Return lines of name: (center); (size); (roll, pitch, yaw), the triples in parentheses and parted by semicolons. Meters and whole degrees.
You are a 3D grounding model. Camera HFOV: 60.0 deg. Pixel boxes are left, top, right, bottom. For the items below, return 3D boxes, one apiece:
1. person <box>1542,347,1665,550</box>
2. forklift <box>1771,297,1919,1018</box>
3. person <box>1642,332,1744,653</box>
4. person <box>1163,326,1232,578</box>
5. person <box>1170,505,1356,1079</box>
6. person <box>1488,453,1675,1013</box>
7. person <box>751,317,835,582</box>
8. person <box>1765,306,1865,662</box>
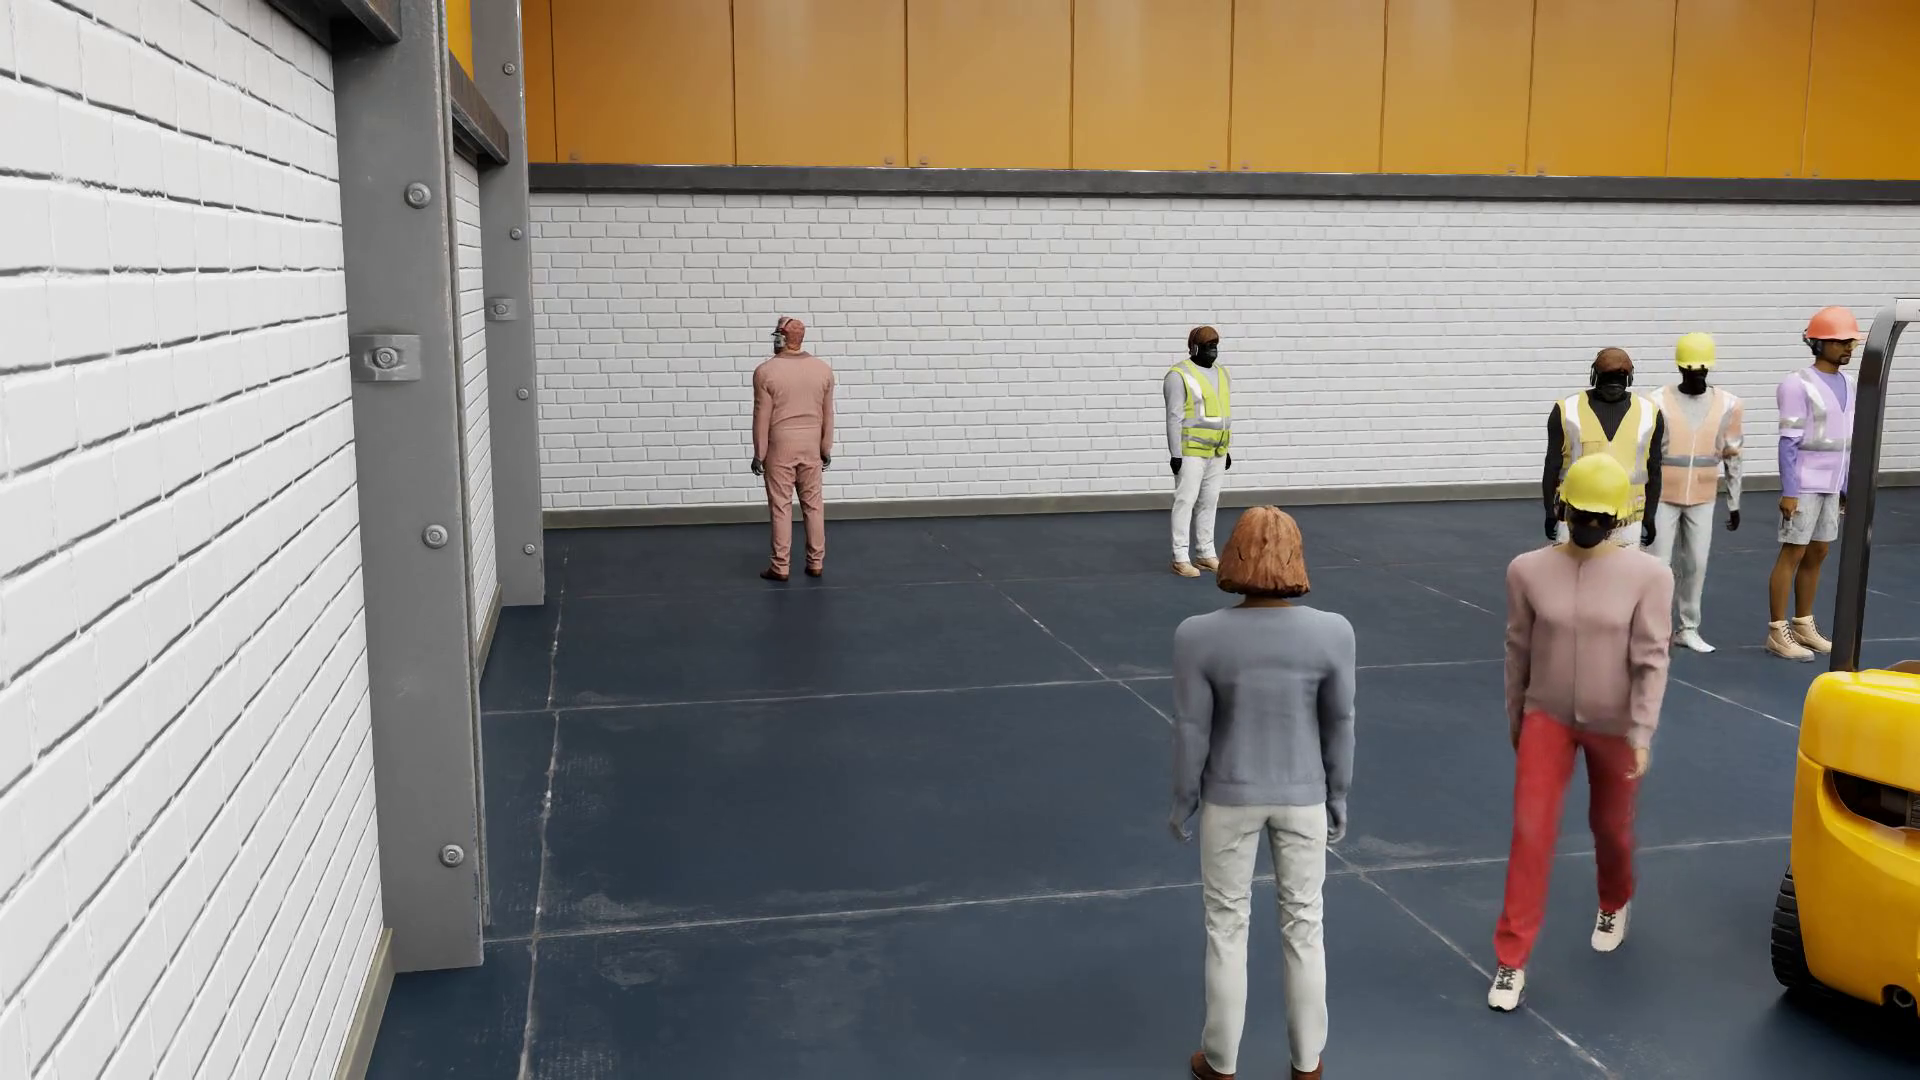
person: (3.519, -0.136, 9.132); (0.623, 1.839, 0.429); (2, 10, 12)
forklift: (3.542, 0.334, 5.177); (2.313, 2.155, 1.214); (-9, 13, -43)
person: (4.238, -0.260, 9.712); (0.608, 1.901, 0.462); (1, 9, 8)
person: (1.782, -0.654, 12.266); (0.635, 1.842, 0.429); (-8, 12, -39)
person: (0.818, 0.719, 4.529); (0.497, 1.634, 0.279); (0, 9, 1)
person: (1.979, 0.559, 5.285); (0.511, 1.710, 0.890); (5, 11, 28)
person: (-1.227, -0.658, 12.075); (0.651, 1.913, 0.410); (-6, 11, -32)
person: (4.970, -0.322, 9.625); (0.605, 2.045, 0.378); (-5, 11, -30)
